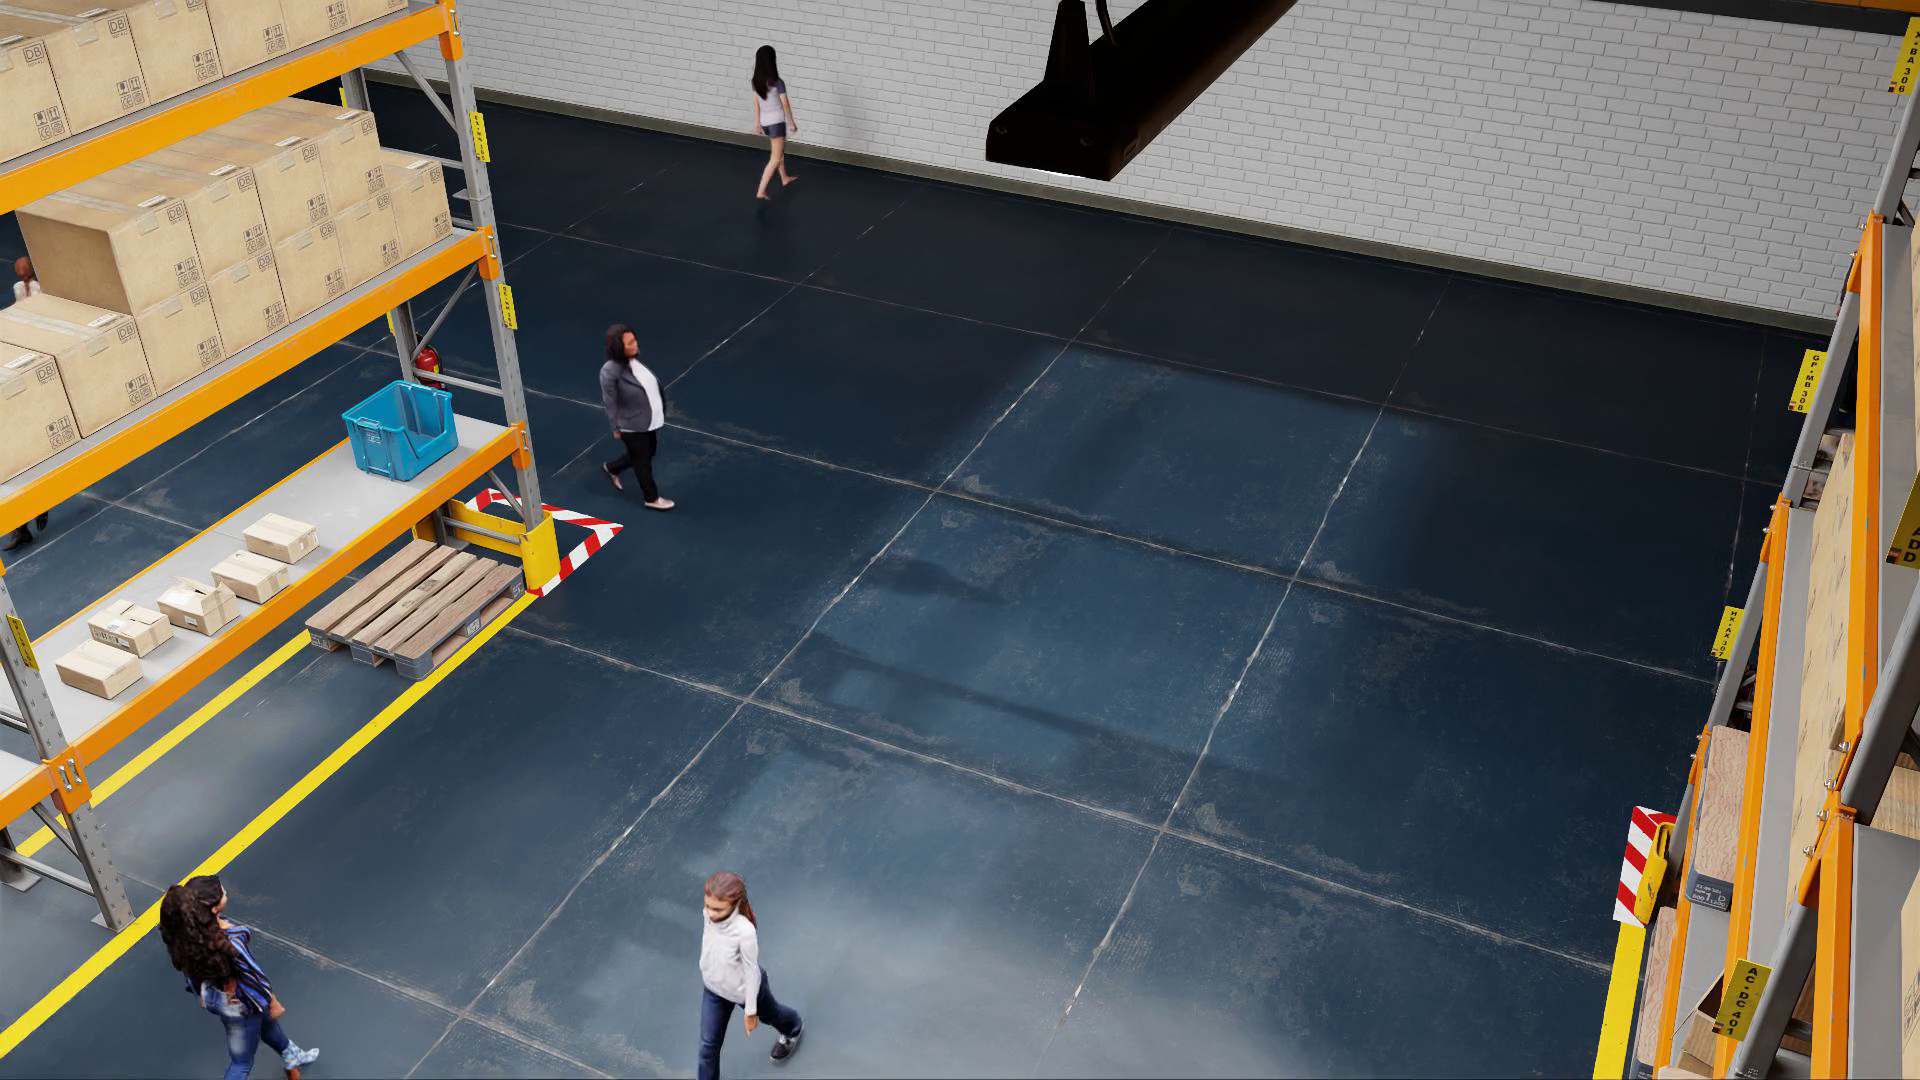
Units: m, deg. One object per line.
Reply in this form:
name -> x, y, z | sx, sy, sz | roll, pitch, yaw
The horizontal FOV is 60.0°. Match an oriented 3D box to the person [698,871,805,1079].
person -> -1.059, 2.199, 8.355 | 0.647, 1.512, 1.152 | 20, 39, 28

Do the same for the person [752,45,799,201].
person -> -2.101, -4.586, 18.418 | 0.773, 1.673, 1.125 | 23, 40, 31

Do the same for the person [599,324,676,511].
person -> -2.617, -0.964, 13.053 | 0.815, 1.580, 0.881 | 9, 35, 13

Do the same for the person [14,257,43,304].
person -> -8.244, -1.930, 14.882 | 0.680, 1.164, 0.879 | 2, 34, 4

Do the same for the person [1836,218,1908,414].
person -> 7.808, -1.945, 14.356 | 0.656, 1.772, 0.711 | 16, 37, 22

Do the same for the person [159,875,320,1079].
person -> -3.590, 2.312, 8.119 | 0.663, 1.586, 1.028 | 17, 37, 24
